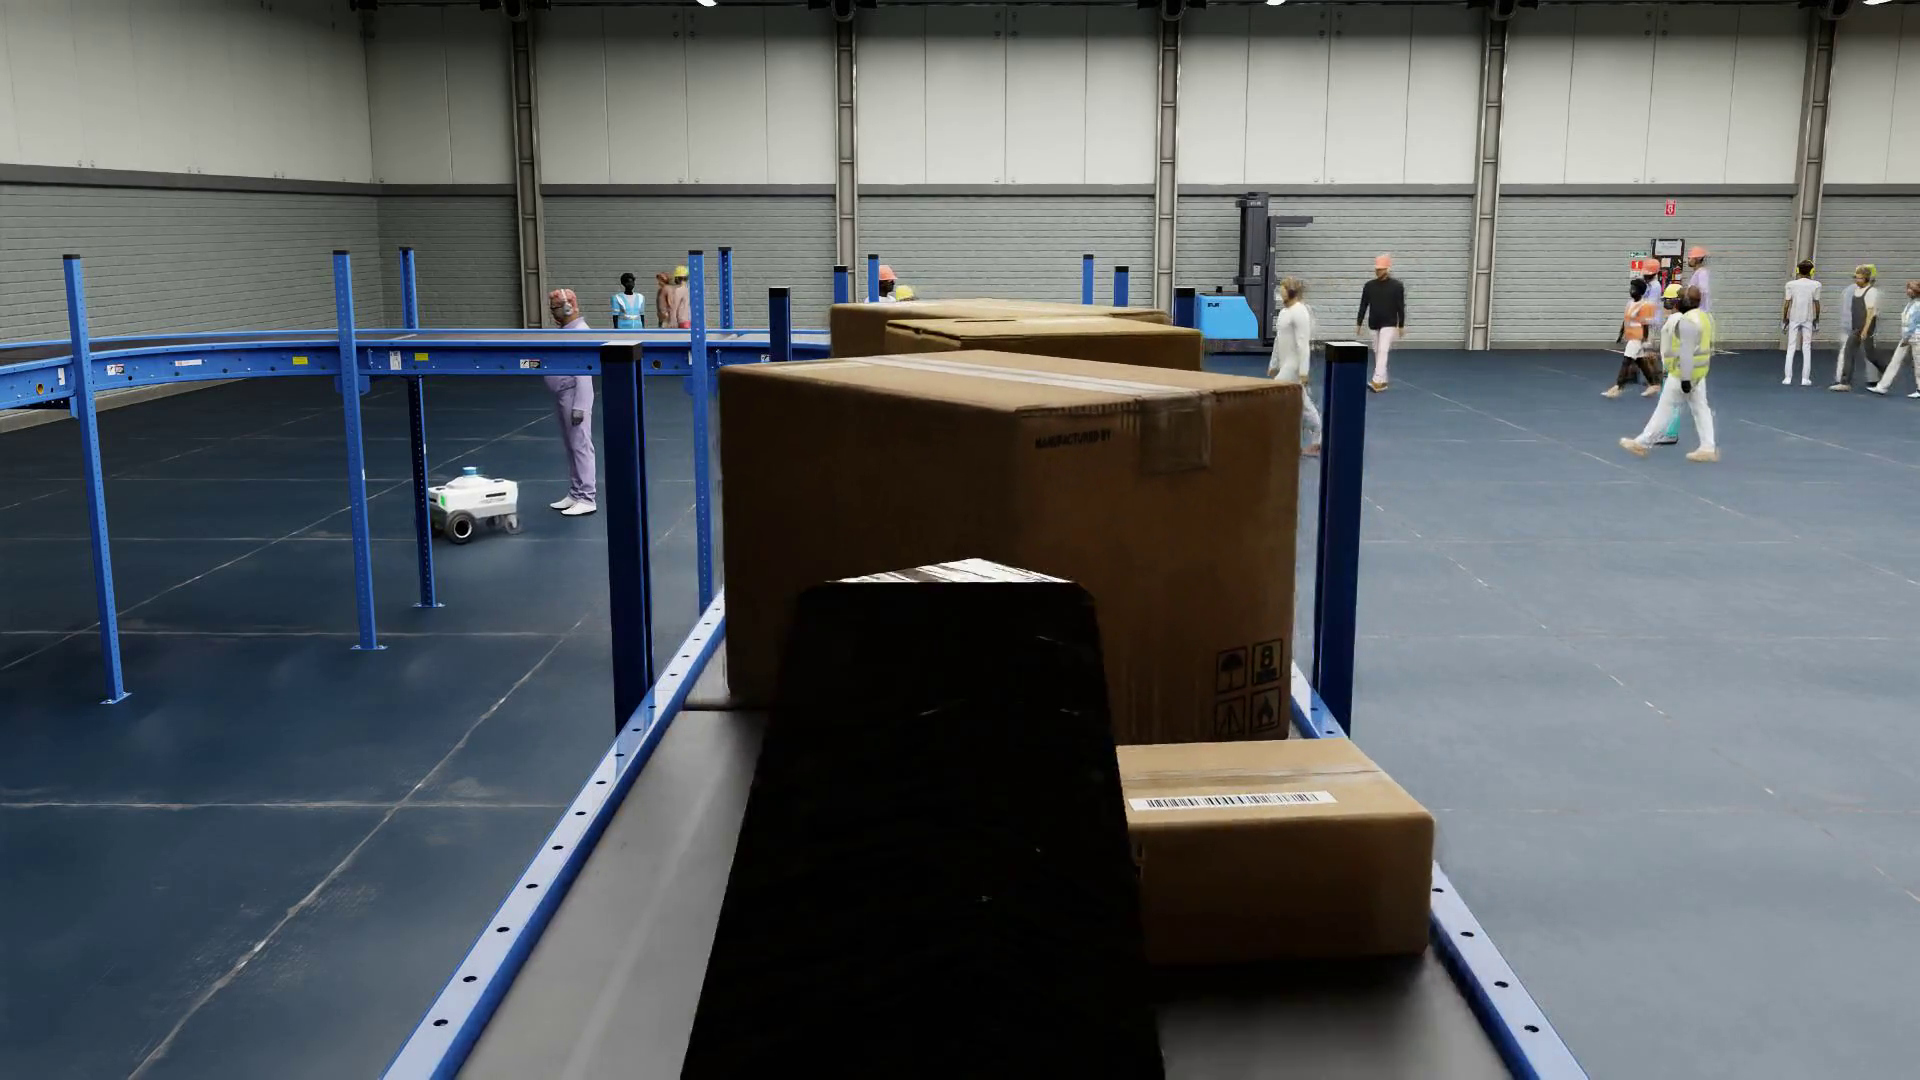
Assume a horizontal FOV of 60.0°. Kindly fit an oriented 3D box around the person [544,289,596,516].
[{"bbox_3d":[-3.302,-1.167,14.086,0.407,1.902,0.639,-5,12,-25],"label":"person"}]

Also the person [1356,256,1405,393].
[{"bbox_3d":[5.984,-3.080,23.809,0.659,1.936,1.027,9,14,38],"label":"person"}]

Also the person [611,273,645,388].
[{"bbox_3d":[-4.815,-3.037,24.215,0.533,1.697,0.322,-8,14,-35],"label":"person"}]

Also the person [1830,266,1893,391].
[{"bbox_3d":[13.123,-3.049,24.020,0.870,1.808,0.520,-1,11,-6],"label":"person"}]

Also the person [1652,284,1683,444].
[{"bbox_3d":[7.878,-1.951,18.461,0.317,1.767,0.534,6,13,29],"label":"person"}]

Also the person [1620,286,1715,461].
[{"bbox_3d":[7.443,-1.732,17.262,0.974,1.787,0.643,10,15,41],"label":"person"}]

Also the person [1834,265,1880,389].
[{"bbox_3d":[13.235,-3.108,24.315,0.815,1.799,0.599,-2,11,-10],"label":"person"}]

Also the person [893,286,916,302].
[{"bbox_3d":[-0.614,-1.998,18.806,0.533,1.714,0.878,7,13,31],"label":"person"}]

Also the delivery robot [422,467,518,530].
[{"bbox_3d":[-3.858,-0.331,13.126,0.477,0.478,0.707,10,15,42],"label":"delivery robot"}]

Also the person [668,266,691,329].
[{"bbox_3d":[-4.349,-3.456,26.315,0.903,1.724,0.528,2,11,11],"label":"person"}]

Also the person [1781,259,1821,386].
[{"bbox_3d":[12.590,-3.259,24.911,0.521,1.873,0.328,6,13,28],"label":"person"}]

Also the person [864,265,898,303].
[{"bbox_3d":[-0.893,-2.242,19.501,0.345,1.940,0.551,7,13,31],"label":"person"}]

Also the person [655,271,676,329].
[{"bbox_3d":[-4.792,-3.605,27.334,0.466,1.610,0.530,-5,12,-25],"label":"person"}]

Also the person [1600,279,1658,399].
[{"bbox_3d":[9.389,-2.797,23.091,0.870,1.655,0.537,0,11,0],"label":"person"}]

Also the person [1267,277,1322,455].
[{"bbox_3d":[3.436,-1.803,17.412,1.040,1.885,0.653,0,11,-2],"label":"person"}]

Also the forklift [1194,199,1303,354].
[{"bbox_3d":[5.313,-4.851,30.603,1.873,2.768,1.129,0,11,1],"label":"forklift"}]

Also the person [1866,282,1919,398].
[{"bbox_3d":[13.138,-2.777,23.130,0.723,1.611,0.523,1,11,5],"label":"person"}]

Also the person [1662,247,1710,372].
[{"bbox_3d":[11.847,-3.741,27.027,0.893,2.004,0.633,3,11,16],"label":"person"}]

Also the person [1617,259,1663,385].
[{"bbox_3d":[10.319,-3.279,24.993,0.560,1.881,0.604,1,11,7],"label":"person"}]
